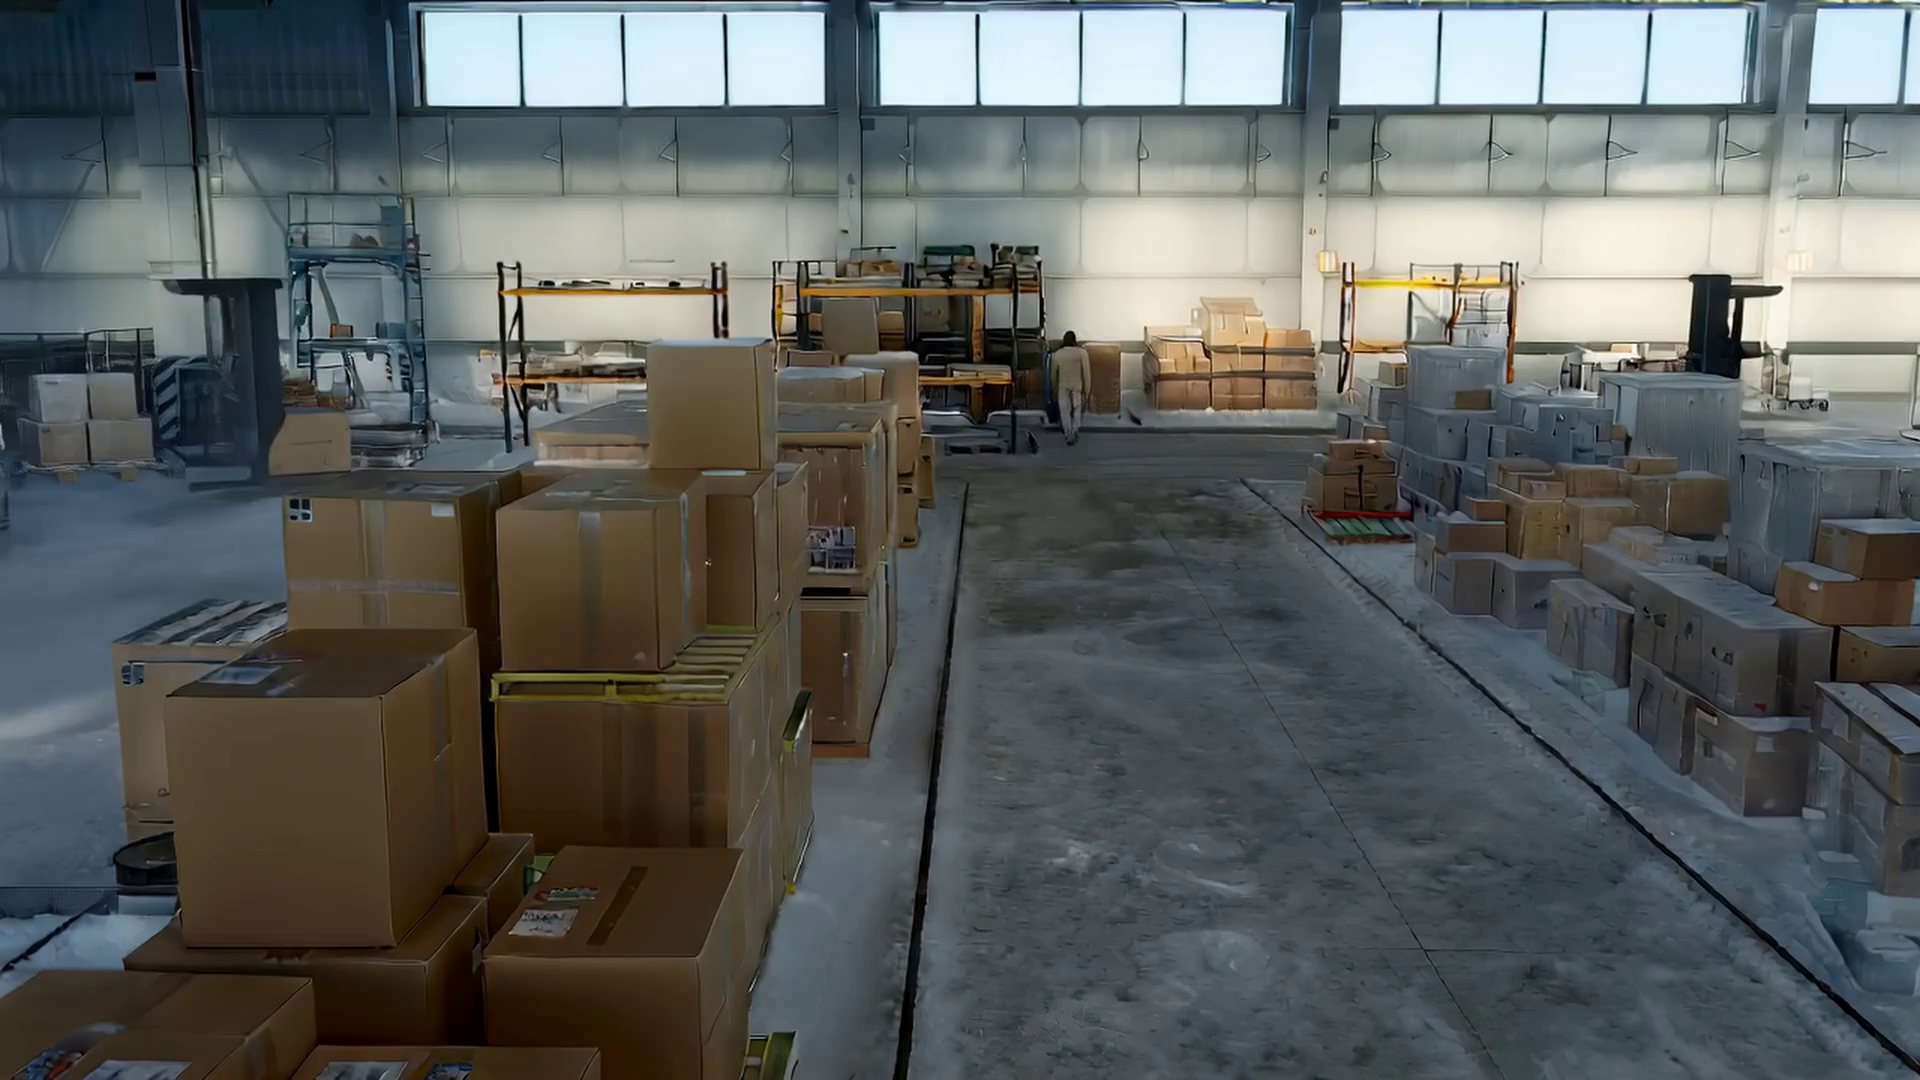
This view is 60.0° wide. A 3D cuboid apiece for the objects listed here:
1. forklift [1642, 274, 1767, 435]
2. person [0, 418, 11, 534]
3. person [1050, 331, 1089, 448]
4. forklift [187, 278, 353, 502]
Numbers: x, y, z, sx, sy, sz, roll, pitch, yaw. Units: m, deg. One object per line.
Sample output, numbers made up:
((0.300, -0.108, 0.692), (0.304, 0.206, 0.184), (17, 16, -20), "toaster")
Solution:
((13.099, -3.274, 29.247), (1.873, 2.768, 1.129), (0, 9, 1), "forklift")
((-10.884, -0.997, 18.612), (0.343, 1.881, 0.580), (-3, 10, -20), "person")
((1.793, -2.480, 27.374), (0.627, 1.912, 0.695), (0, 9, -2), "person")
((-9.030, -1.997, 21.599), (1.873, 2.768, 1.129), (-6, 11, -33), "forklift")
